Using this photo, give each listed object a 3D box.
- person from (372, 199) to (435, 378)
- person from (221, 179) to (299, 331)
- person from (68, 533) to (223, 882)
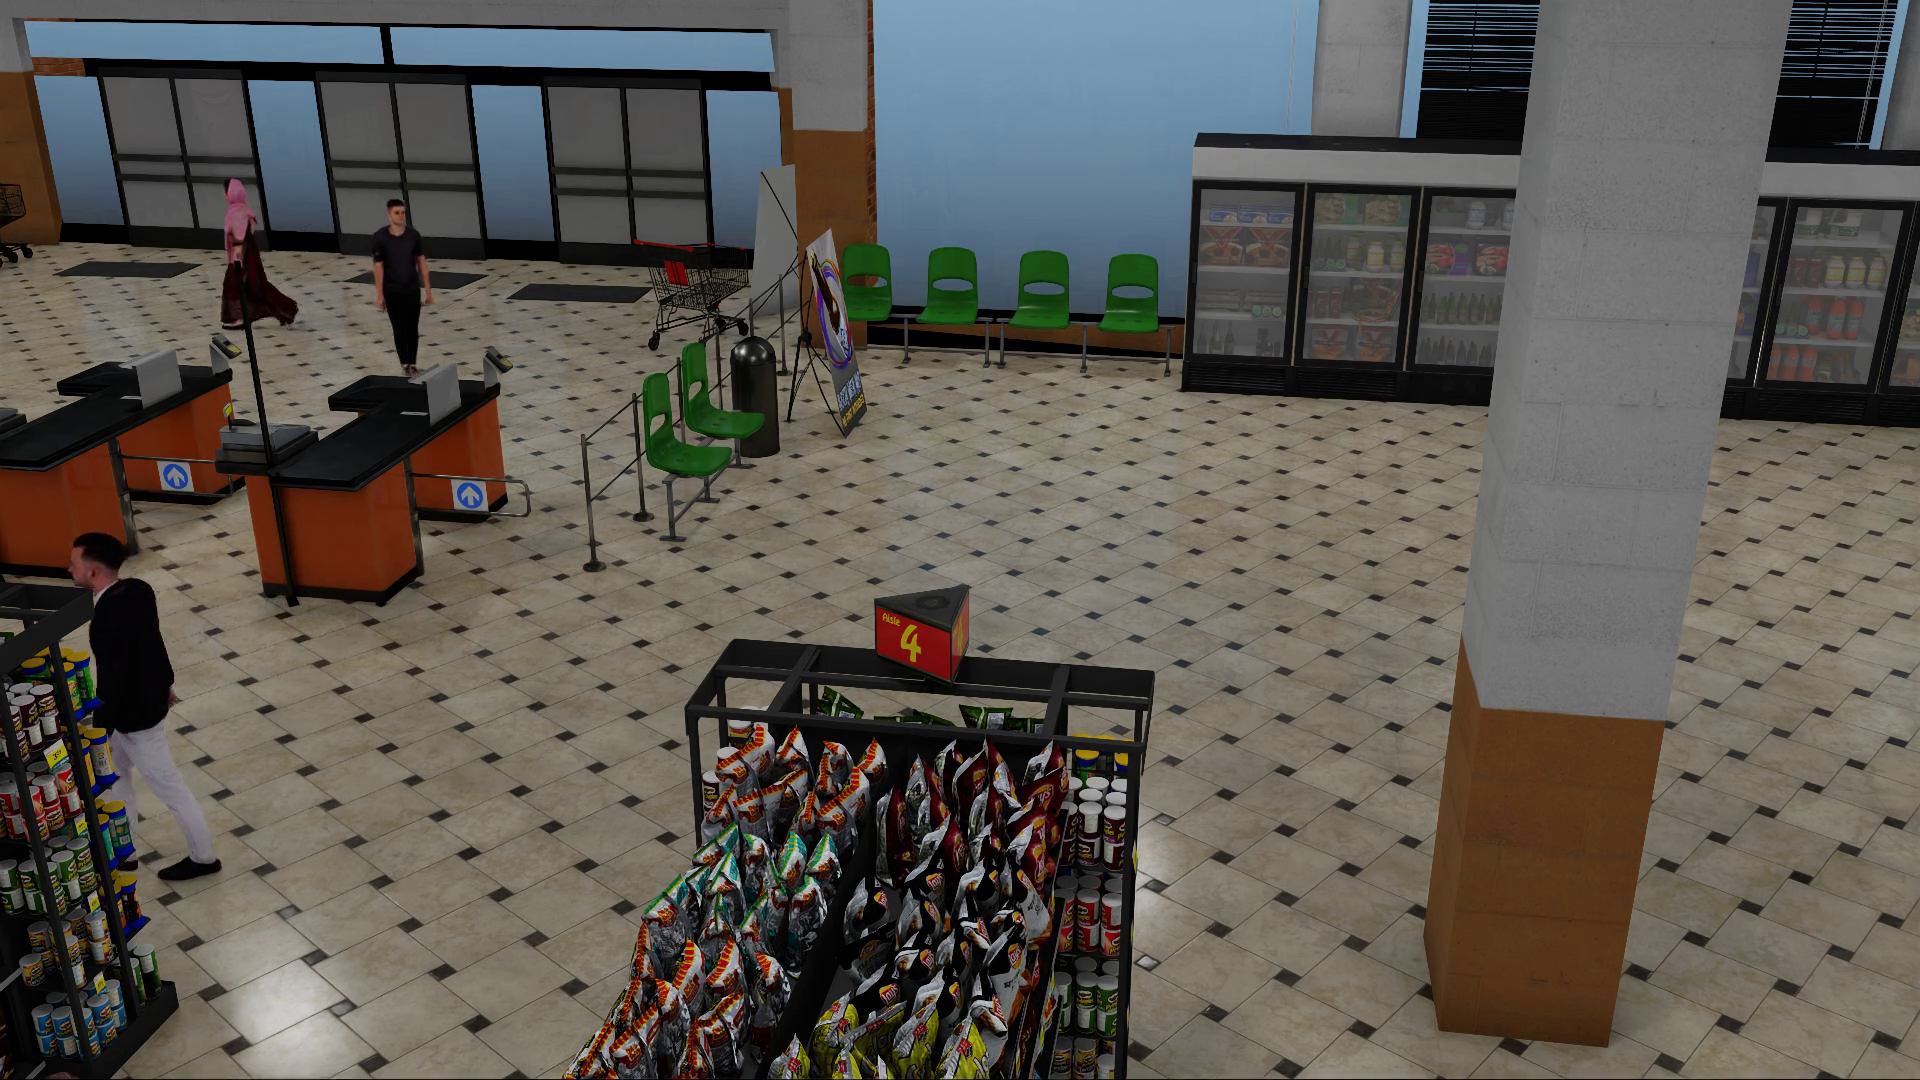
[{"bbox_3d":[-5.381,-2.395,15.957,0.793,1.749,0.856,-16,27,-34],"label":"person"},{"bbox_3d":[-7.507,-3.002,17.657,1.022,1.606,1.050,-10,24,-22],"label":"person"},{"bbox_3d":[-3.778,0.817,7.861,0.956,1.824,0.972,-5,22,-12],"label":"person"}]
